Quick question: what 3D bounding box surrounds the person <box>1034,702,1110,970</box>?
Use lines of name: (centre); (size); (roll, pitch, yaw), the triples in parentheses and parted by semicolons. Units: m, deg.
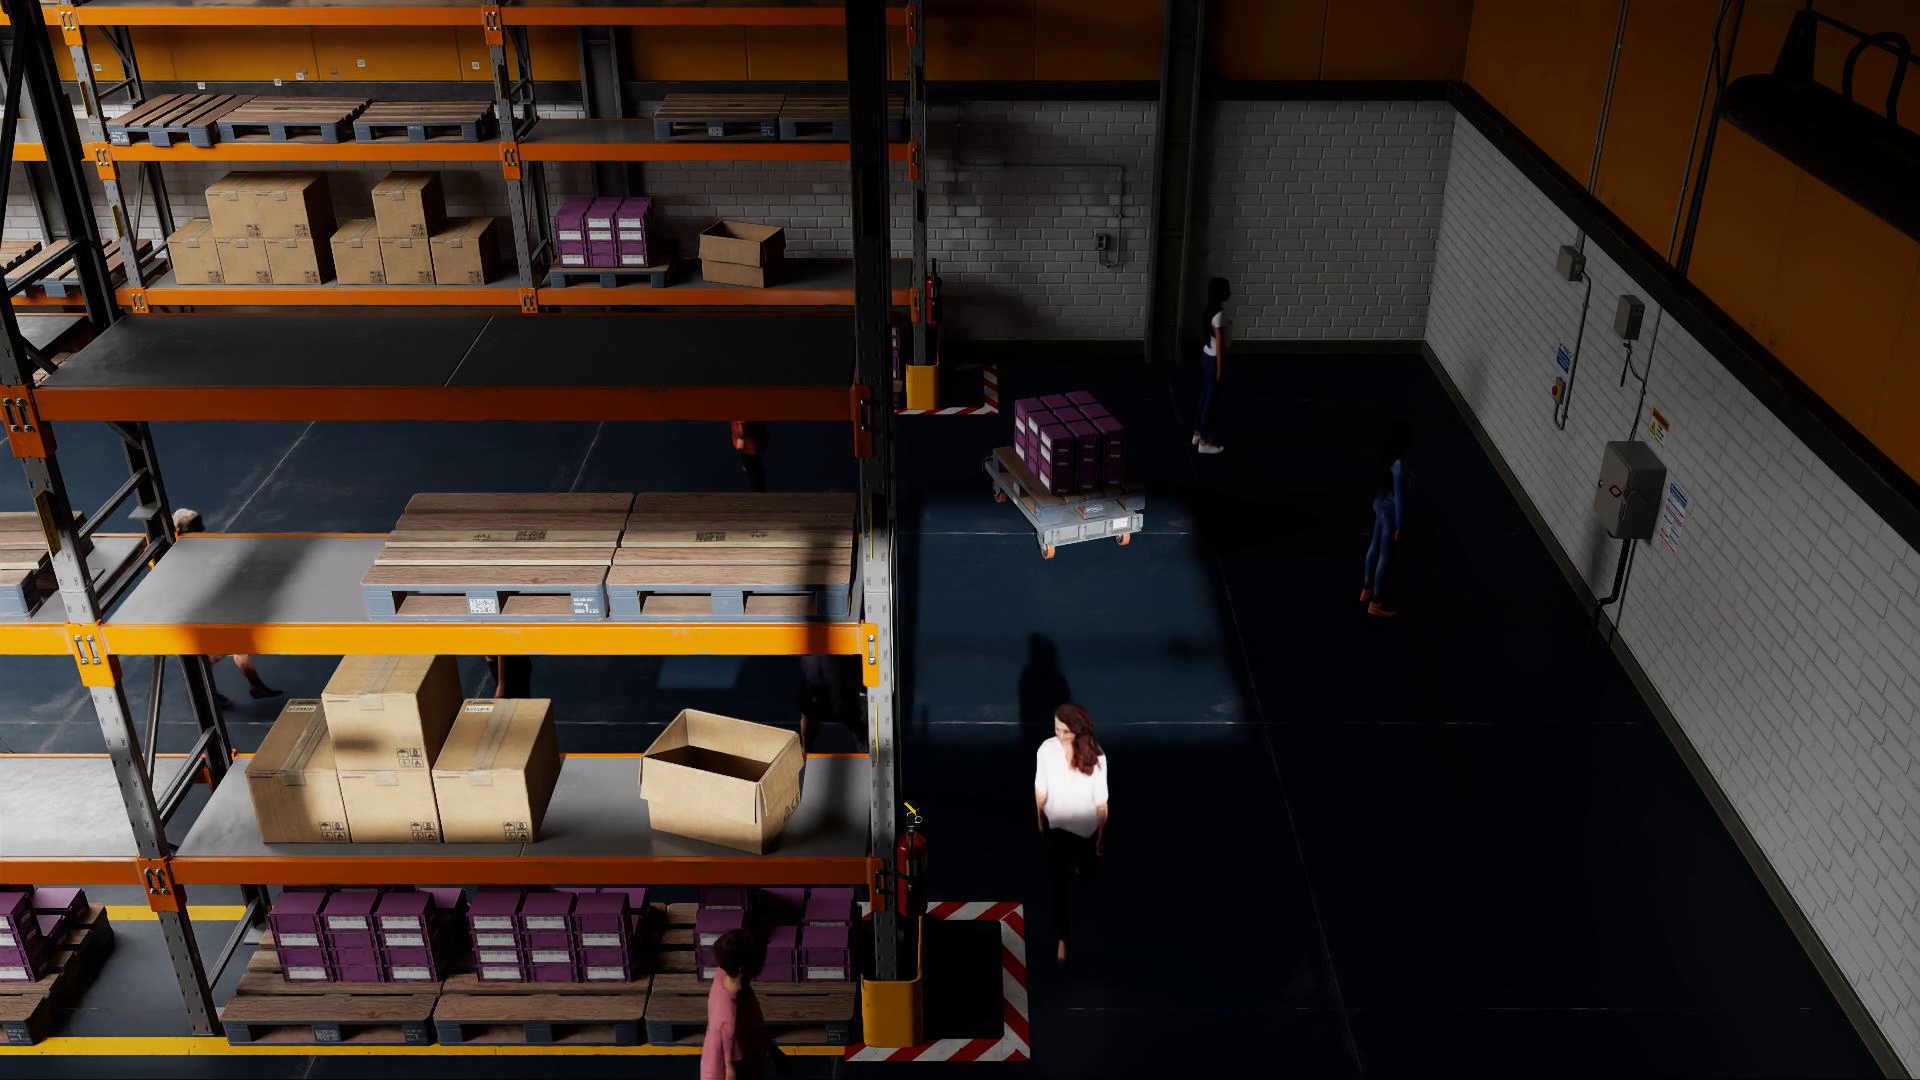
person: (0.694, 1.692, 10.066); (1.034, 1.766, 0.781); (4, 29, 7)

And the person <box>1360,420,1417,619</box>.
person: (3.503, -0.197, 13.583); (0.506, 1.713, 0.598); (-1, 29, -2)

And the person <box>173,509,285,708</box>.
person: (-5.653, 0.528, 12.296); (0.878, 1.674, 0.697); (5, 29, 9)

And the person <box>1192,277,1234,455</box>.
person: (2.473, -1.719, 16.309); (0.528, 1.774, 0.600); (-2, 29, -4)

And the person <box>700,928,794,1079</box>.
person: (-1.196, 2.693, 8.061); (1.105, 1.927, 0.838); (-10, 30, -17)
